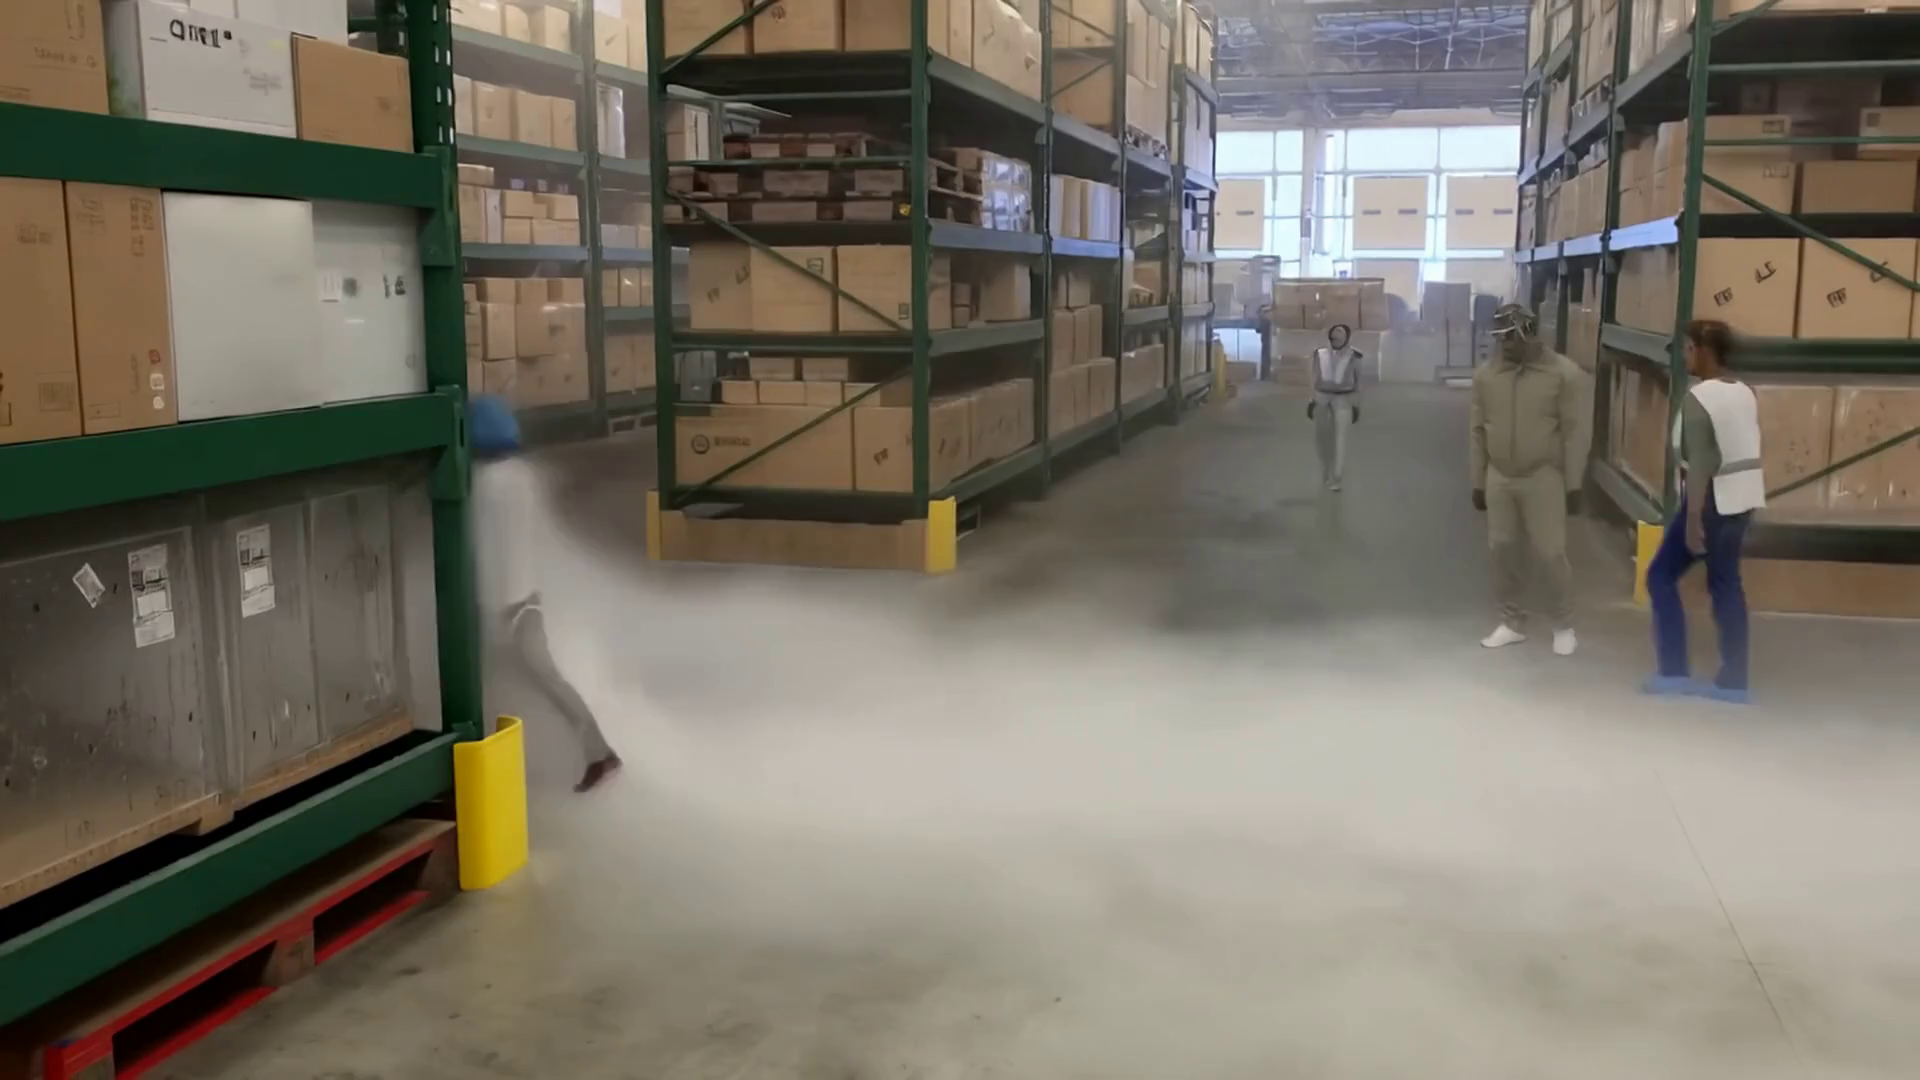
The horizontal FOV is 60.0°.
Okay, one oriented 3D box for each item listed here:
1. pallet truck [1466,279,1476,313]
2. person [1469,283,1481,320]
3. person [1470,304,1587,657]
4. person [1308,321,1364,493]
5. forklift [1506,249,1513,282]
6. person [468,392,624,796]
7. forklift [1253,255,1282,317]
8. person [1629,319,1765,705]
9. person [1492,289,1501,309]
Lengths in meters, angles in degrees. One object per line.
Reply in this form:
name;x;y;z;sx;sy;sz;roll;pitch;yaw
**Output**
pallet truck;18.896;-8.459;60.307;1.885;1.965;0.823;5;10;31
person;17.782;-7.888;57.169;0.824;1.856;0.588;-3;9;-17
person;3.040;-0.321;8.963;0.427;1.888;0.672;-7;12;-40
person;3.546;-1.252;15.698;0.533;1.622;0.368;5;10;28
forklift;15.721;-6.740;46.596;1.129;2.768;1.873;1;9;8
person;-1.727;0.221;6.430;0.836;1.598;0.494;2;9;14
forklift;10.632;-8.462;57.531;1.129;2.768;1.873;-4;10;-24
person;3.524;-0.131;7.956;0.566;1.825;0.649;-7;11;-39
person;19.939;-8.554;62.148;0.837;1.592;0.548;-4;10;-23
